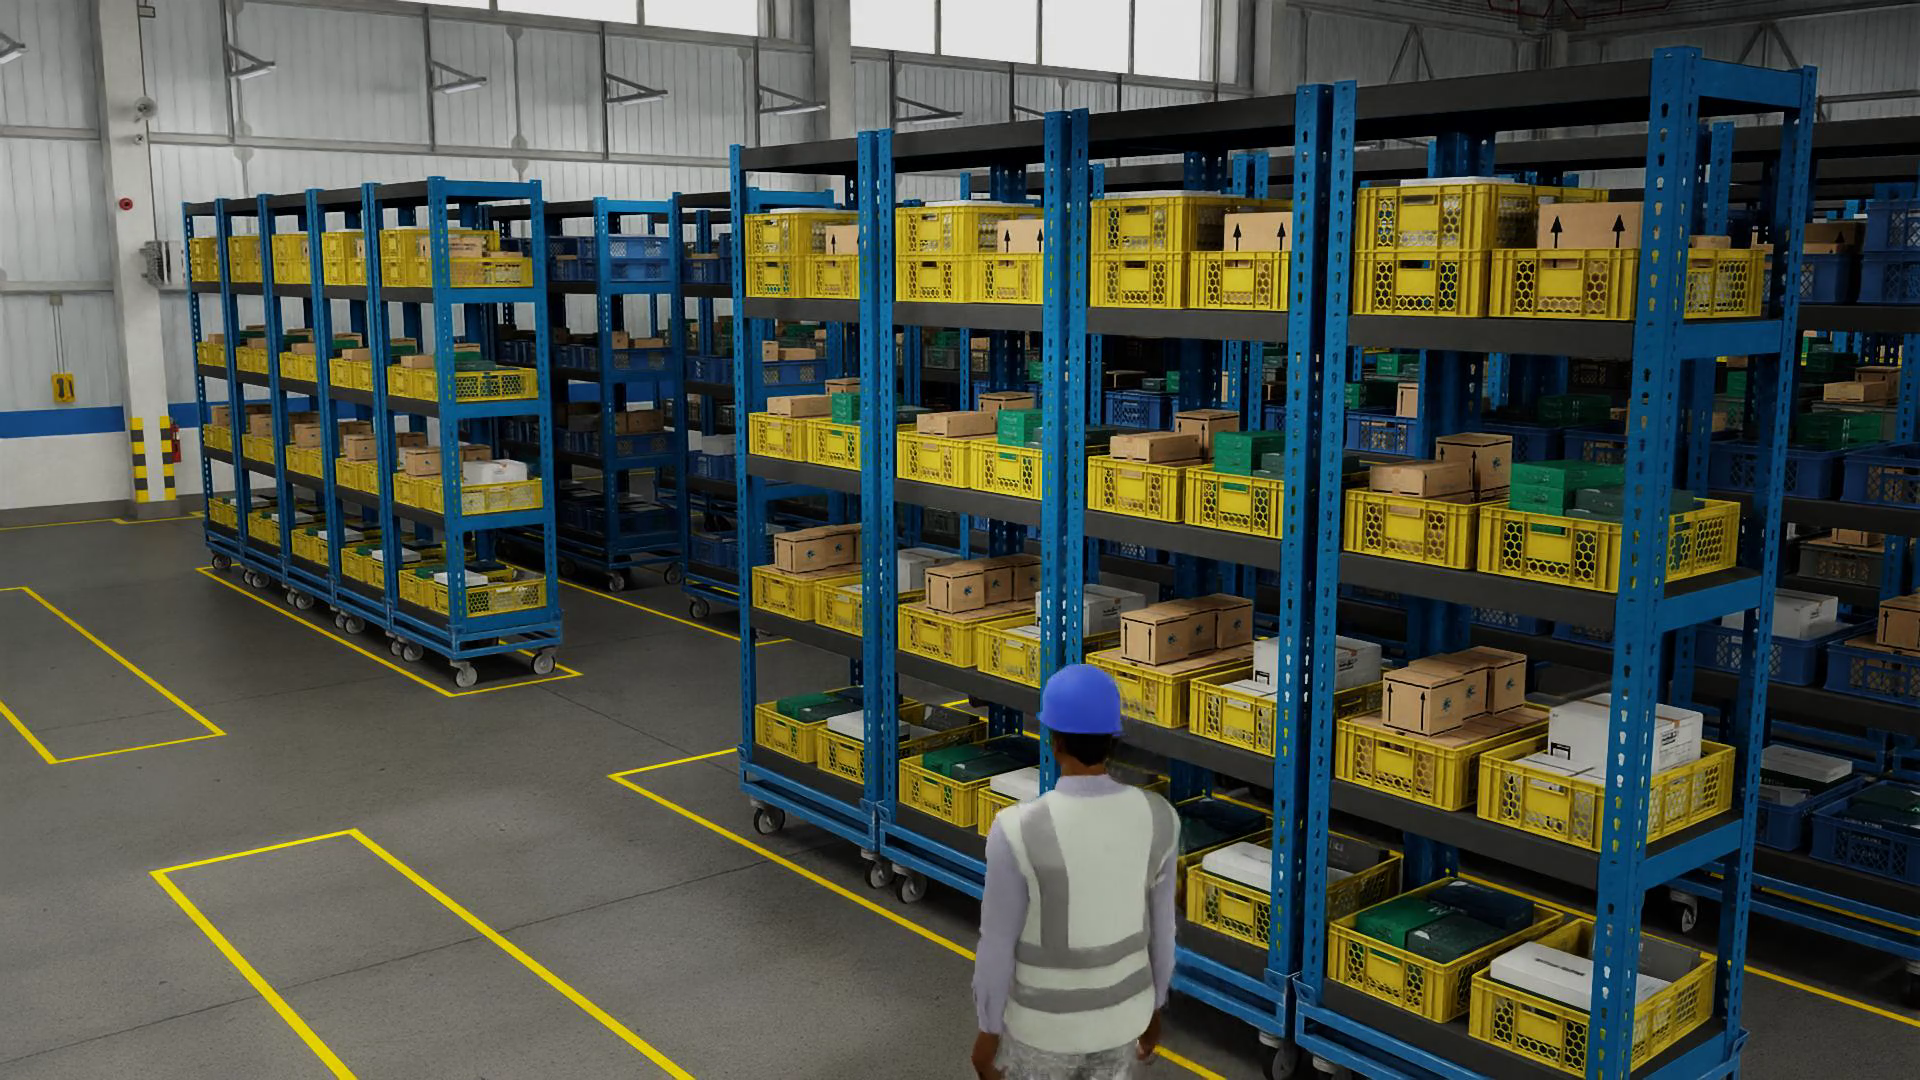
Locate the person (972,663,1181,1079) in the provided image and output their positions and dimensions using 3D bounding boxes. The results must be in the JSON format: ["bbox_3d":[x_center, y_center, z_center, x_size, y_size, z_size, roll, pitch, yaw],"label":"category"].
[{"bbox_3d":[0.350,1.303,4.597,0.622,1.928,0.616,-5,11,-28],"label":"person"}]

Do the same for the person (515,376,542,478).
[{"bbox_3d":[-4.833,-0.974,18.686,0.786,1.801,0.658,4,10,22],"label":"person"}]

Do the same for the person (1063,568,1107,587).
[{"bbox_3d":[0.991,-0.152,13.693,0.617,1.812,0.434,9,13,43],"label":"person"}]
